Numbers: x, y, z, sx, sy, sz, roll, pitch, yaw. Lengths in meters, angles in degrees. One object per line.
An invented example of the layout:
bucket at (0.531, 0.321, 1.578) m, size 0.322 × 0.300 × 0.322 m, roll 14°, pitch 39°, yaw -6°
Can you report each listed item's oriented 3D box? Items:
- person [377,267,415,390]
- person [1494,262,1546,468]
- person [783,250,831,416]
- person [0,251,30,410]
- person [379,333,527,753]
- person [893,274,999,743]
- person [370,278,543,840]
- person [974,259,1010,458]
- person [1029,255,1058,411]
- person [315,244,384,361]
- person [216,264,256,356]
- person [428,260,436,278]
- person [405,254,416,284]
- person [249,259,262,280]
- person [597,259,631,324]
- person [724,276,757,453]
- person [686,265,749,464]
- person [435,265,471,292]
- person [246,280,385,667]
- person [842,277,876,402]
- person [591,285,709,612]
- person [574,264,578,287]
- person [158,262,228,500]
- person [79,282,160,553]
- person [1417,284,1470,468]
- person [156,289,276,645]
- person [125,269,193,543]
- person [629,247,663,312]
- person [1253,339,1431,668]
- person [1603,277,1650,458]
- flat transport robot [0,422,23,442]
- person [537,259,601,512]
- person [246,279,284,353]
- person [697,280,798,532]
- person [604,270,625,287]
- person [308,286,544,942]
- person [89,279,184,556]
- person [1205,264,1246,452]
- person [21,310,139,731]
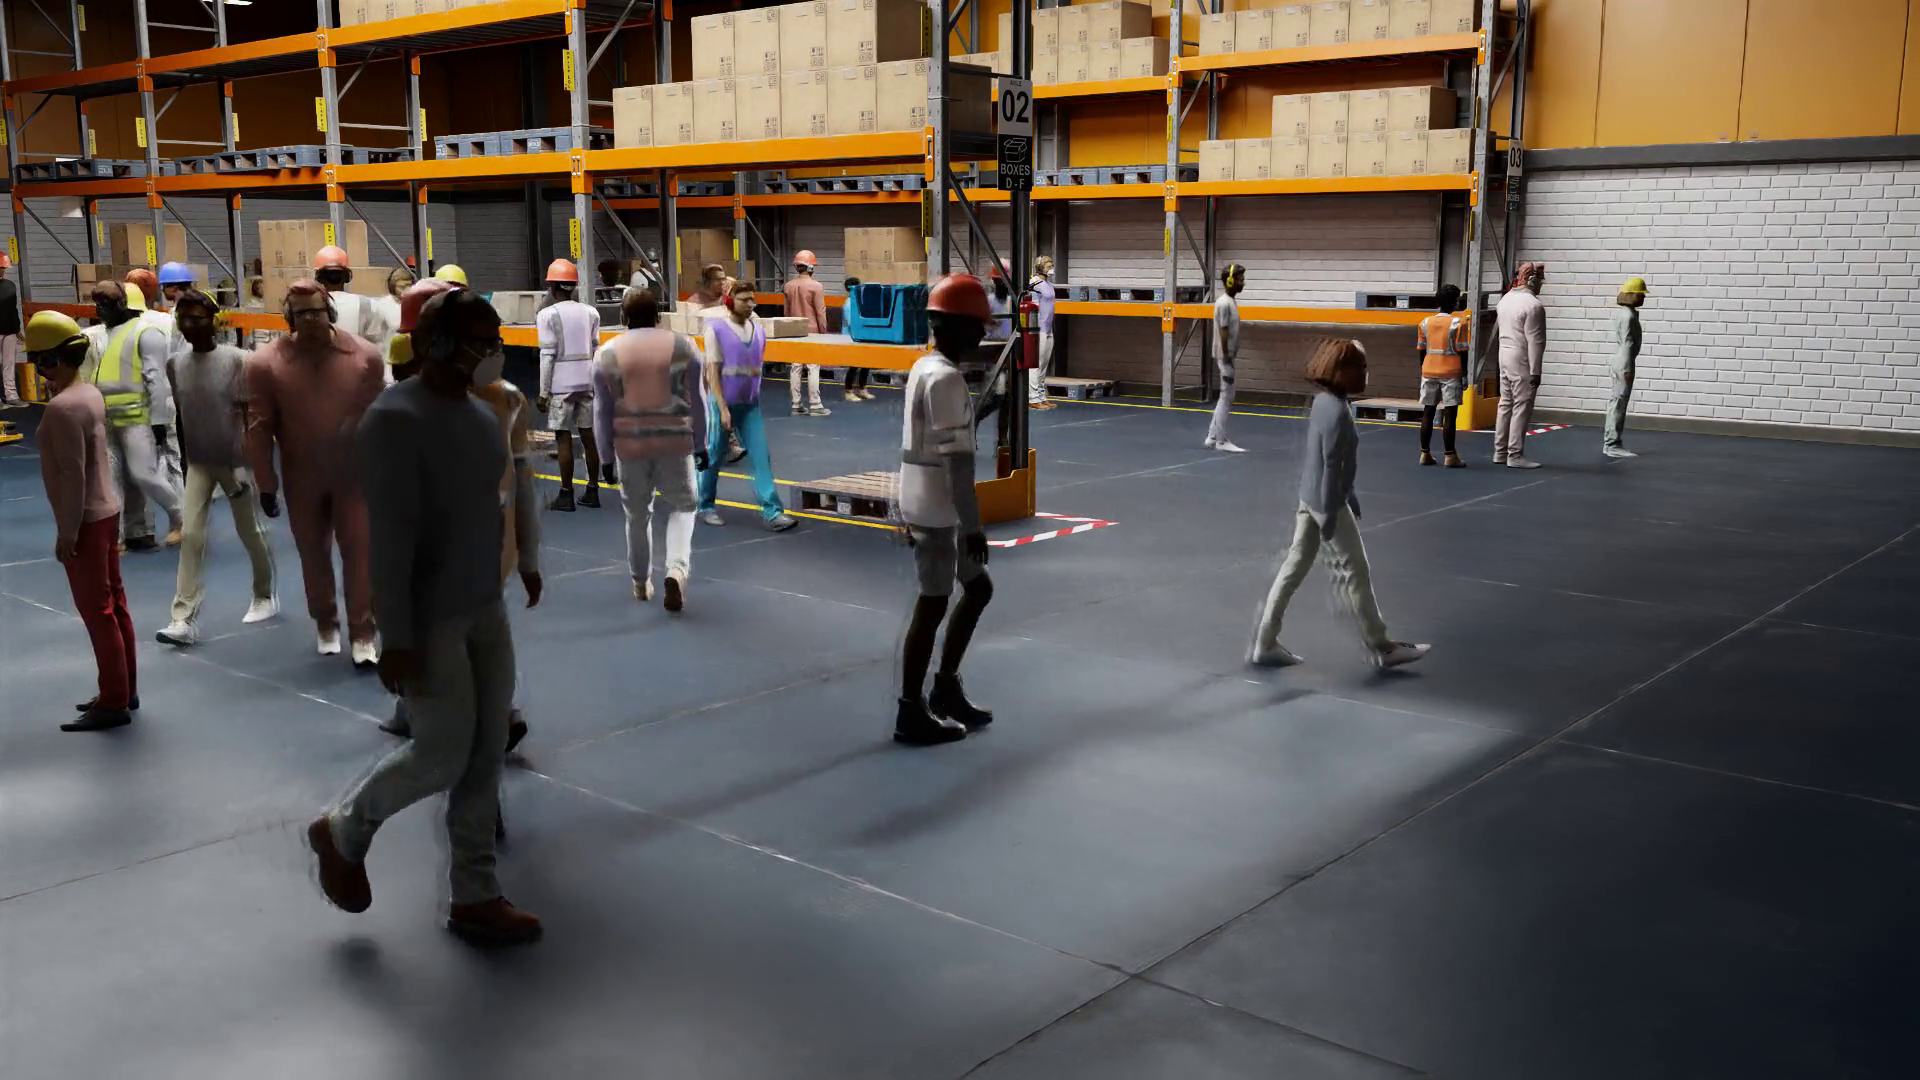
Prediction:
person at (-4.843, -1.423, 14.422) m, size 1.065 × 1.870 × 0.697 m, roll 5°, pitch 11°, yaw 25°
person at (5.198, -1.605, 15.352) m, size 0.401 × 1.894 × 0.653 m, roll -2°, pitch 10°, yaw -10°
person at (-1.853, -2.492, 20.092) m, size 0.612 × 1.997 × 0.376 m, roll 6°, pitch 12°, yaw 33°
person at (-12.080, -2.641, 20.962) m, size 0.389 × 1.990 × 0.610 m, roll 3°, pitch 10°, yaw 15°
person at (-2.061, 0.003, 6.675) m, size 0.861 × 1.734 × 0.526 m, roll 8°, pitch 13°, yaw 40°
person at (-0.021, -0.117, 6.791) m, size 0.571 × 1.915 × 0.569 m, roll -1°, pitch 10°, yaw -4°
person at (-1.777, 0.069, 5.735) m, size 0.623 × 1.916 × 0.570 m, roll 8°, pitch 13°, yaw 38°
person at (0.335, -1.717, 15.918) m, size 0.580 × 1.923 × 0.554 m, roll 8°, pitch 13°, yaw 39°
person at (1.026, -2.585, 20.789) m, size 0.367 × 1.939 × 0.634 m, roll 4°, pitch 11°, yaw 20°
person at (-4.502, -1.112, 12.099) m, size 0.608 × 2.047 × 0.365 m, roll -5°, pitch 11°, yaw -27°
person at (-11.117, -3.377, 25.662) m, size 0.689 × 1.809 × 0.536 m, roll -7°, pitch 12°, yaw -33°
person at (-8.543, -3.612, 26.860) m, size 0.632 × 1.870 × 0.788 m, roll 4°, pitch 11°, yaw 20°
person at (-7.805, -3.122, 23.852) m, size 0.551 × 1.934 × 0.373 m, roll -4°, pitch 11°, yaw -22°
person at (-11.172, -3.564, 26.629) m, size 0.609 × 1.836 × 0.933 m, roll -1°, pitch 10°, yaw -5°
person at (-3.908, -2.301, 19.291) m, size 0.624 × 1.913 × 1.009 m, roll -8°, pitch 13°, yaw -38°
person at (-2.214, -1.684, 16.187) m, size 0.552 × 1.739 × 0.602 m, roll 1°, pitch 10°, yaw 4°
person at (-2.262, -1.655, 15.711) m, size 1.005 × 1.854 × 0.672 m, roll 10°, pitch 14°, yaw 44°
person at (-3.736, -1.053, 12.180) m, size 0.495 × 1.897 × 0.689 m, roll -9°, pitch 14°, yaw -43°
person at (-3.071, -0.309, 8.045) m, size 0.659 × 1.862 × 0.908 m, roll -4°, pitch 11°, yaw -22°
person at (-1.358, -2.616, 21.772) m, size 0.448 × 1.647 × 0.594 m, roll 4°, pitch 11°, yaw 22°
person at (-1.726, -0.510, 9.318) m, size 0.638 × 1.819 × 0.797 m, roll -1°, pitch 10°, yaw -4°
person at (-5.230, -2.801, 22.391) m, size 0.450 × 1.804 × 0.603 m, roll 9°, pitch 14°, yaw 43°
person at (-6.255, -1.252, 13.277) m, size 0.955 × 1.898 × 0.628 m, roll -2°, pitch 10°, yaw -10°
person at (-5.608, -0.796, 11.006) m, size 0.642 × 1.802 × 0.612 m, roll 5°, pitch 11°, yaw 25°
person at (4.473, -1.514, 15.381) m, size 0.318 × 1.697 × 0.533 m, roll -9°, pitch 13°, yaw -41°
person at (-3.886, -0.389, 8.668) m, size 0.513 × 1.819 × 1.017 m, roll 0°, pitch 10°, yaw 2°
person at (-5.454, -0.881, 11.241) m, size 0.586 × 1.883 × 0.342 m, roll -7°, pitch 12°, yaw -37°
person at (-4.630, -3.412, 25.207) m, size 0.539 × 2.000 × 0.689 m, roll 6°, pitch 12°, yaw 32°
person at (1.825, -0.161, 7.966) m, size 0.850 × 1.586 × 0.515 m, roll 0°, pitch 10°, yaw -1°
person at (6.495, -1.678, 16.183) m, size 0.320 × 1.742 × 0.492 m, roll 3°, pitch 10°, yaw 16°
flat transport robot at (-10.499, -1.098, 17.067) m, size 1.431 × 0.197 × 0.652 m, roll 1°, pitch 10°, yaw 6°
person at (-3.026, -1.187, 12.830) m, size 0.361 × 1.939 × 0.542 m, roll 9°, pitch 13°, yaw 42°
person at (-9.089, -2.594, 21.706) m, size 0.459 × 1.625 × 0.538 m, roll 6°, pitch 12°, yaw 32°
person at (-1.585, -0.952, 11.915) m, size 0.990 × 1.795 × 0.566 m, roll 9°, pitch 14°, yaw 43°
person at (-4.729, -2.863, 22.695) m, size 0.586 × 1.825 × 0.403 m, roll 7°, pitch 12°, yaw 34°
person at (-1.558, 0.226, 4.857) m, size 0.616 × 1.917 × 0.654 m, roll 3°, pitch 10°, yaw 17°
person at (-5.462, -0.794, 10.931) m, size 0.646 × 1.823 × 0.704 m, roll 4°, pitch 11°, yaw 21°
person at (2.672, -1.803, 16.571) m, size 0.356 × 1.868 × 0.552 m, roll 3°, pitch 10°, yaw 15°
person at (-3.726, -0.079, 7.024) m, size 0.328 × 1.764 × 0.528 m, roll -3°, pitch 10°, yaw -14°
